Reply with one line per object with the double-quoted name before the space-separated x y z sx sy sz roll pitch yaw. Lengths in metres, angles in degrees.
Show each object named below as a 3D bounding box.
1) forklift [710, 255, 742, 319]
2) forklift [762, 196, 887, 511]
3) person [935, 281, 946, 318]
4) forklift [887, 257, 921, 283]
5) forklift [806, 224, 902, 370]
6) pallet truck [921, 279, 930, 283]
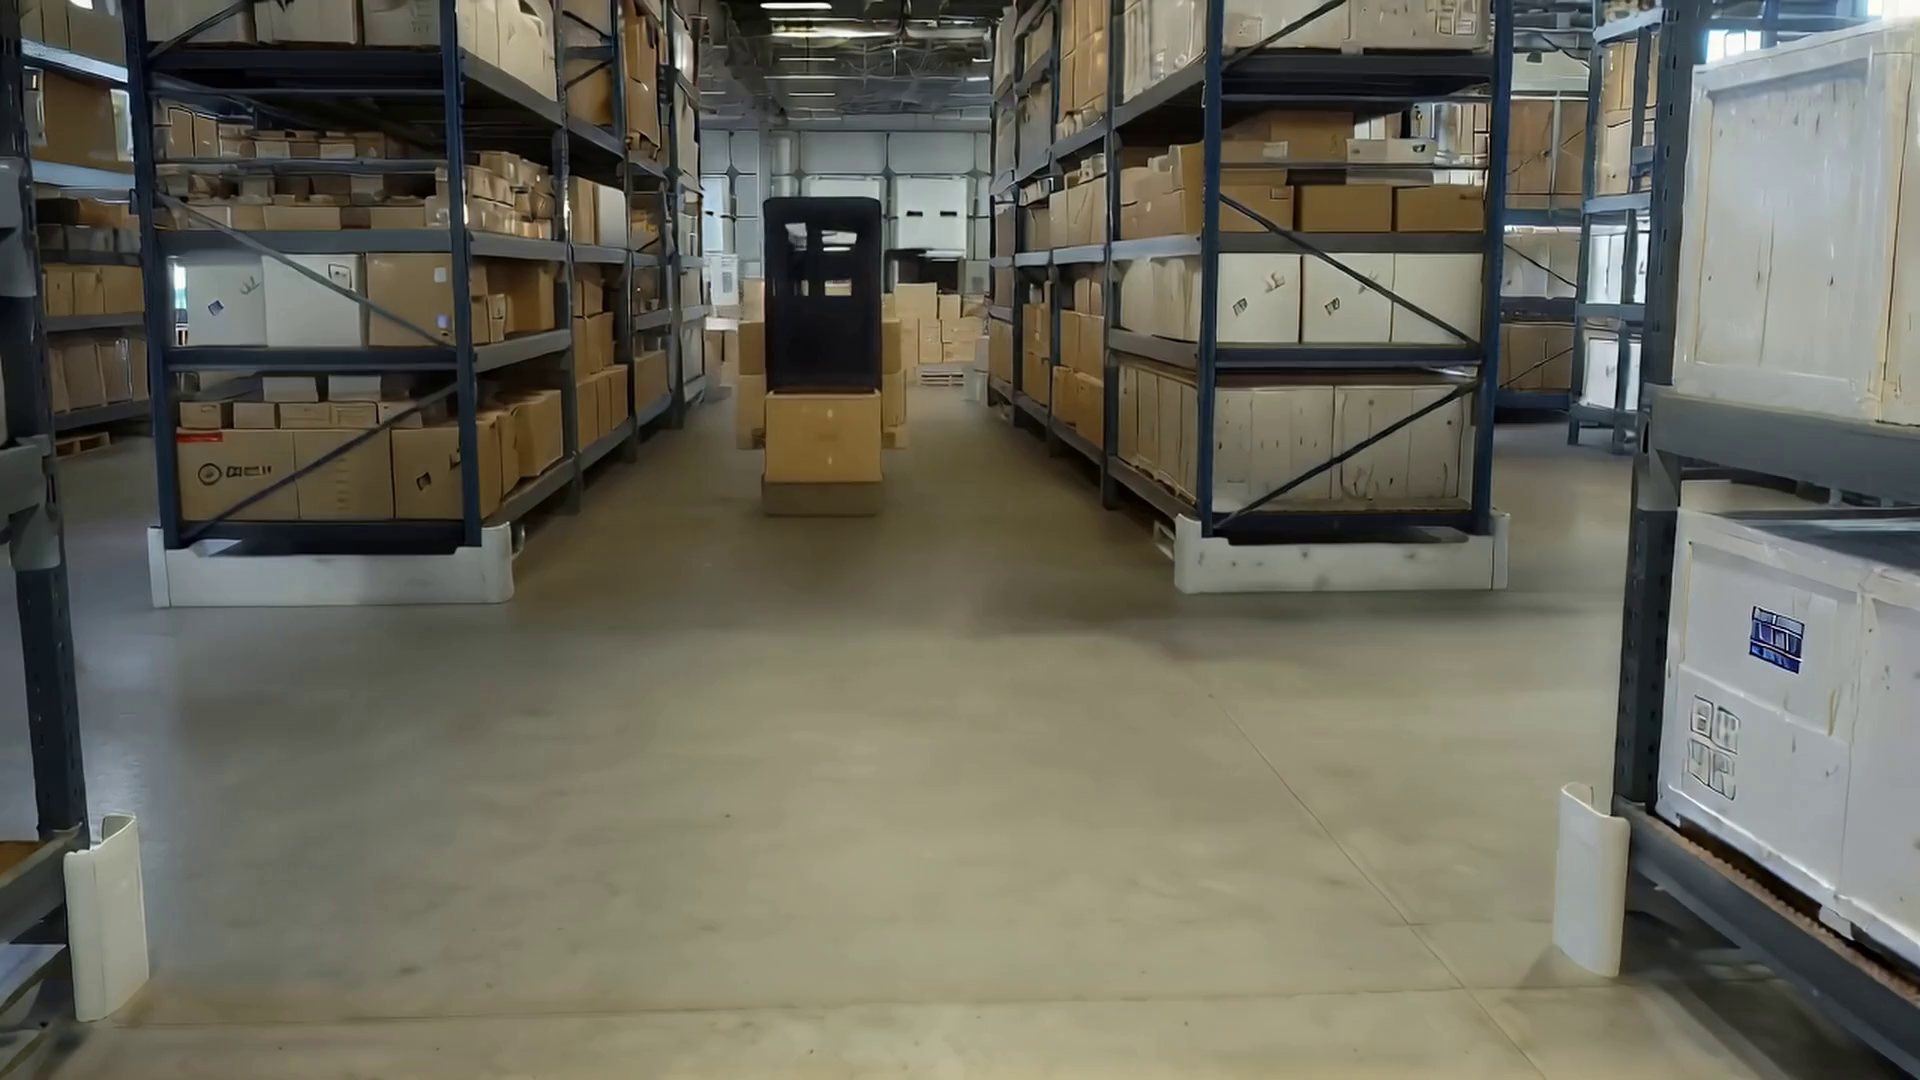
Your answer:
"forklift" -8.274 -8.634 58.542 1.129 2.768 1.873 -3 10 -19
"forklift" -1.252 -1.741 15.262 1.129 2.768 1.873 -1 9 -4
"person" -0.814 -7.965 57.327 0.646 1.923 0.521 2 9 13
"forklift" -1.481 -6.339 44.133 1.129 2.768 1.873 -1 9 -4
"forklift" -1.664 -3.050 23.480 1.129 2.768 1.873 -5 10 -29
"pallet truck" -0.932 -8.922 63.114 1.885 1.965 0.823 2 9 13
